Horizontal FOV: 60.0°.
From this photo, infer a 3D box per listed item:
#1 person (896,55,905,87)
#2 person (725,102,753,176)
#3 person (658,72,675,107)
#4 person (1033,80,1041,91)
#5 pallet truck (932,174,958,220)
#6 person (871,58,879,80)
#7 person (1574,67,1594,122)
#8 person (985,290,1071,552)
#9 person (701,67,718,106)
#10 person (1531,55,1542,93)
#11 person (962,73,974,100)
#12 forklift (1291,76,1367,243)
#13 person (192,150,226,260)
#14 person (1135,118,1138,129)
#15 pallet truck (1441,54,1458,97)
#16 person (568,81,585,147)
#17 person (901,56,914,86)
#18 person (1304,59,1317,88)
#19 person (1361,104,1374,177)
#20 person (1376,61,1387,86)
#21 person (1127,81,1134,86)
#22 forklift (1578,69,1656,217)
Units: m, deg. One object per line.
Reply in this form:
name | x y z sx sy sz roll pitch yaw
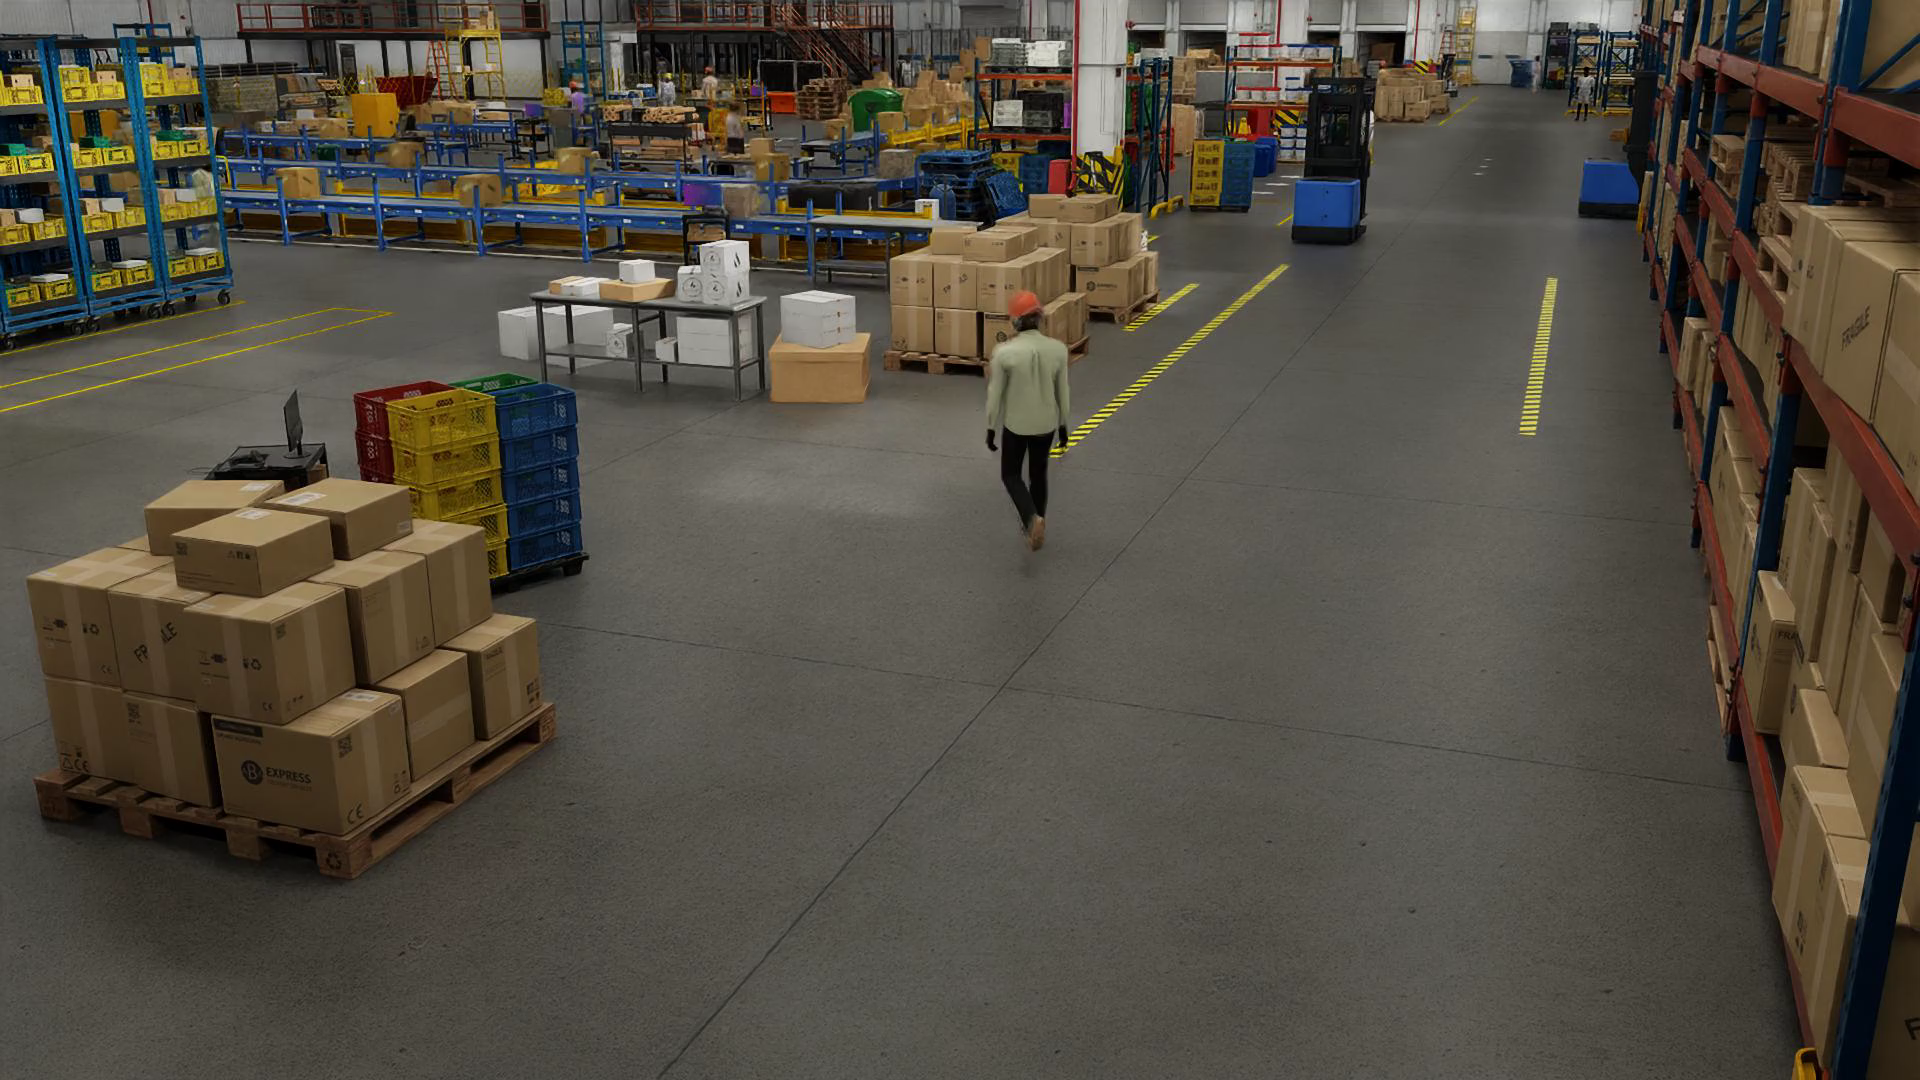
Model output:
person | -2.939 -23.188 82.761 0.507 1.810 0.521 -3 18 -9
person | -5.356 -9.472 39.593 1.043 1.849 0.663 -2 18 -6
person | -10.440 -15.731 59.307 0.604 1.824 0.403 -9 20 -26
person | 2.705 -15.543 59.101 0.861 1.580 0.521 6 19 19
pallet truck | -0.507 -5.292 27.348 0.653 1.274 1.630 6 19 19
person | -3.728 -20.648 74.606 0.870 1.914 0.544 -8 19 -24
person | 22.955 -16.396 61.157 0.617 1.964 0.361 11 21 31
person | 0.537 -0.851 12.319 0.658 1.964 0.731 -6 19 -18
person | -9.092 -15.983 59.853 0.798 1.965 0.629 15 23 39
person | 28.566 -23.068 82.349 0.650 1.822 0.519 -12 21 -34
person | 0.262 -16.422 61.623 0.505 1.723 0.526 16 24 41
forklift | 6.598 -6.755 29.381 1.129 2.768 1.873 6 19 19
person | -11.912 -5.295 26.515 0.432 1.814 0.615 2 18 5
person | 3.954 -9.500 39.368 0.395 2.040 0.609 -16 24 -41
pallet truck | 22.765 -21.886 78.355 0.823 1.965 1.885 -4 18 -14
person | -11.392 -12.652 49.477 0.467 1.921 0.544 11 21 31
person | -2.504 -22.055 79.128 0.604 1.843 0.902 3 18 8
person | 15.185 -19.824 71.806 0.695 2.000 0.632 -15 23 -39
person | 9.892 -9.831 40.588 0.384 1.930 0.547 0 18 1
person | 17.760 -19.143 69.905 0.549 1.907 0.912 -14 23 -38
person | 8.612 -23.685 84.175 0.637 1.888 1.013 -1 18 -2
forklift | 13.219 -7.740 32.475 1.873 2.768 1.129 6 19 18
